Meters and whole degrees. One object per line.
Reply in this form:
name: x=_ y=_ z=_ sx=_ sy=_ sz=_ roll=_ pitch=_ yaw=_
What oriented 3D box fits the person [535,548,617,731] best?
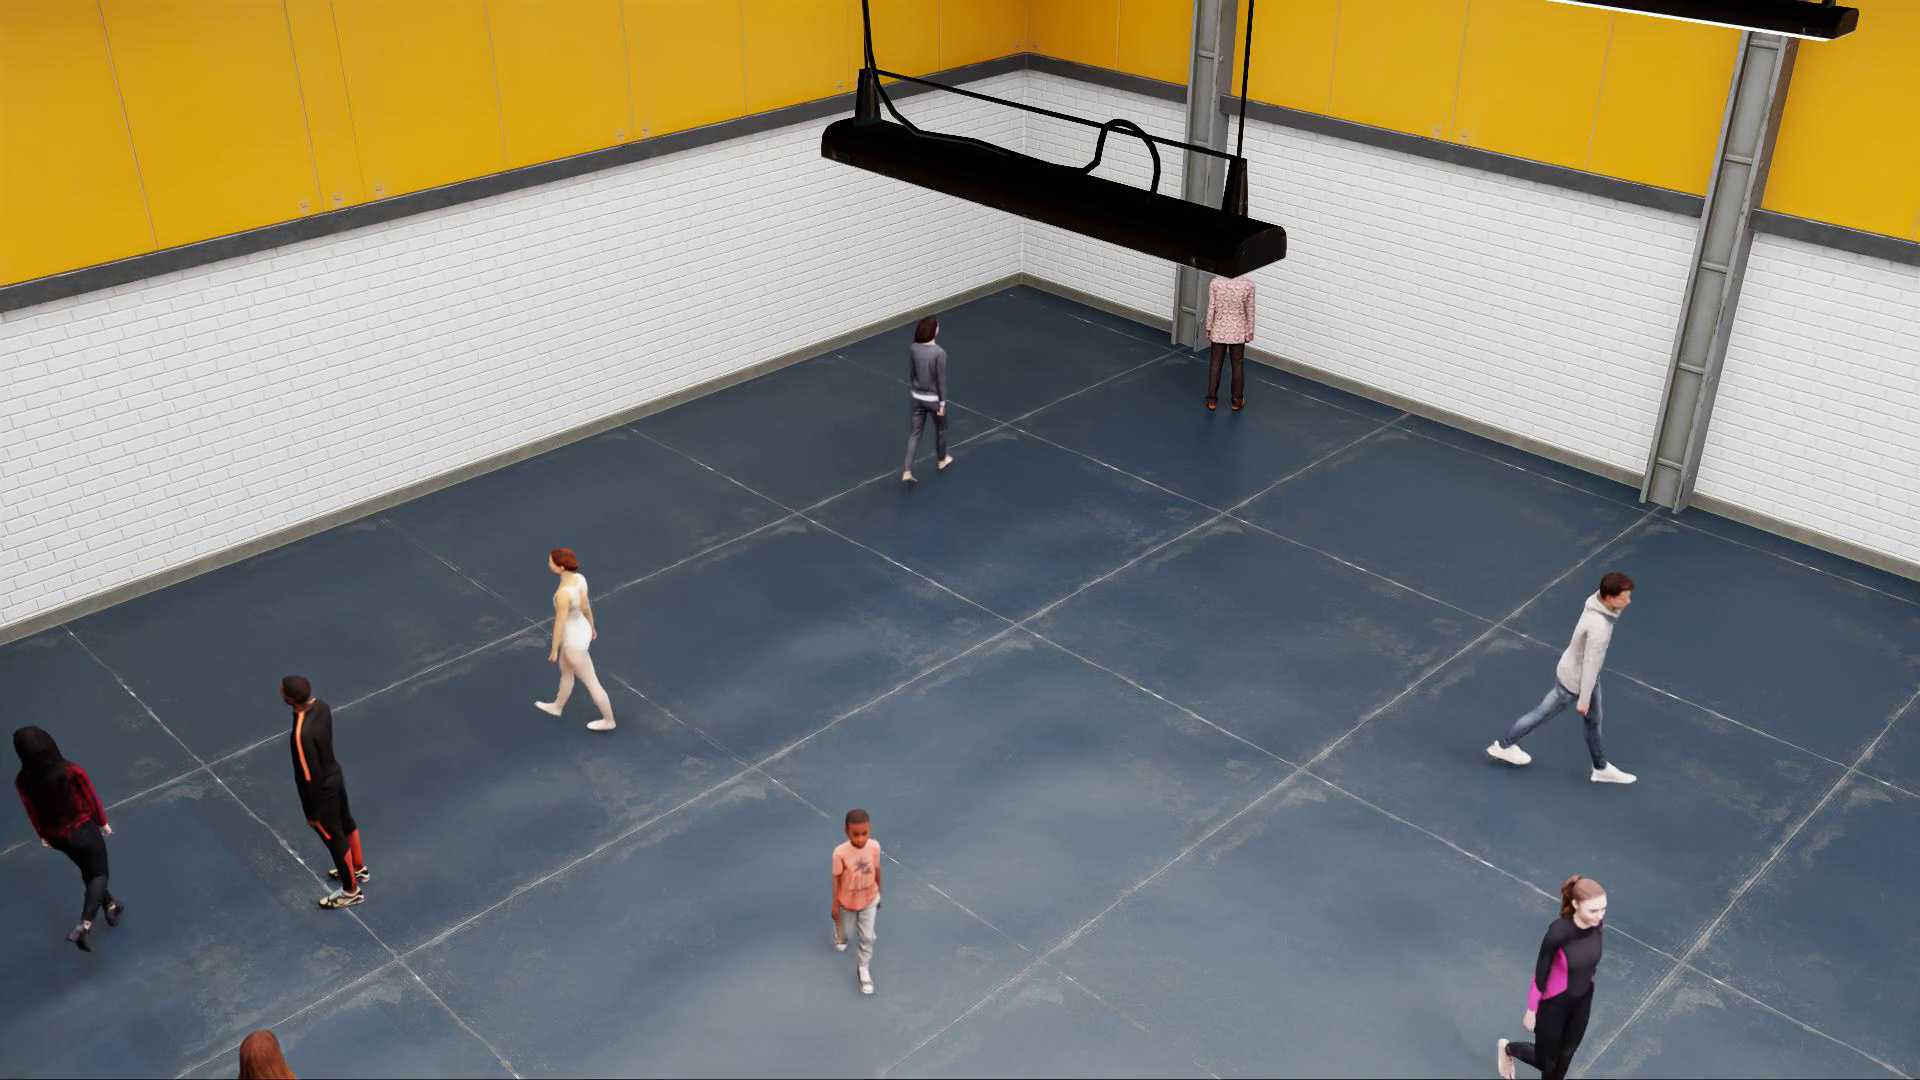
person: x=-2.886 y=0.795 z=12.887 sx=1.015 sy=1.617 sz=0.916 roll=3 pitch=29 yaw=6

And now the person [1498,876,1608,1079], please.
person: x=3.375 y=2.590 z=9.466 sx=0.752 sy=1.742 sz=0.898 roll=-11 pitch=30 yaw=-19

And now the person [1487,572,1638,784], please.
person: x=4.473 y=1.006 z=12.325 sx=1.392 sy=1.785 sz=0.983 roll=12 pitch=31 yaw=20

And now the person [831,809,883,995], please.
person: x=-0.681 y=2.234 z=10.581 sx=0.707 sy=1.299 sz=0.848 roll=-8 pitch=30 yaw=-15

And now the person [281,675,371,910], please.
person: x=-4.251 y=1.653 z=11.116 sx=0.756 sy=1.807 sz=0.688 roll=-1 pitch=29 yaw=-2

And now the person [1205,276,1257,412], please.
person: x=2.975 y=-2.302 z=18.368 sx=0.729 sy=1.806 sz=0.842 roll=6 pitch=29 yaw=11

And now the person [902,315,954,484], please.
person: x=-0.374 y=-1.388 z=16.767 sx=1.114 sy=1.734 sz=0.923 roll=13 pitch=31 yaw=22

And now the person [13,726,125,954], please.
person: x=-5.753 y=1.959 z=10.746 sx=0.916 sy=1.625 sz=1.003 roll=-1 pitch=29 yaw=-2
